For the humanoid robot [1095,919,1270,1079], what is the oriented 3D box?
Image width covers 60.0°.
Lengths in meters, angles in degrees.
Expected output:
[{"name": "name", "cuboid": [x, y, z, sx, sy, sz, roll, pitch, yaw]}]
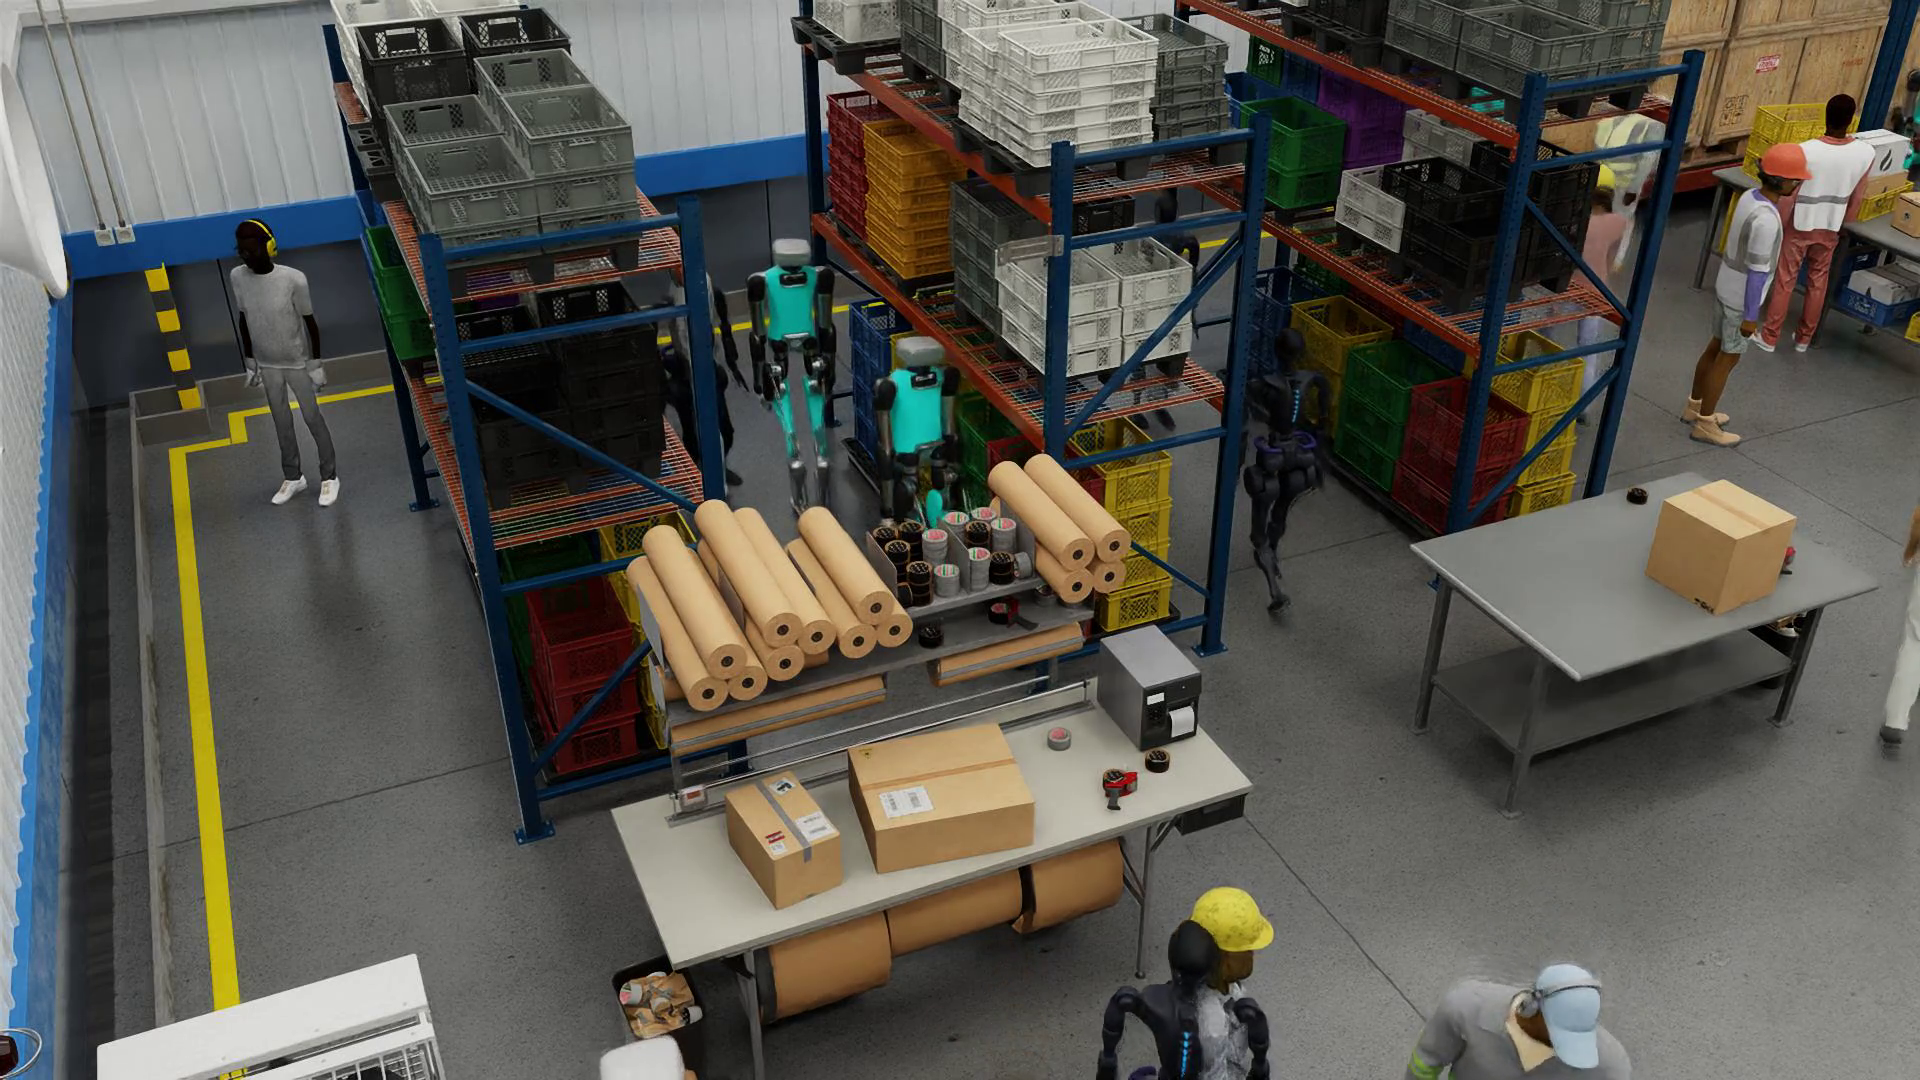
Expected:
[{"name": "humanoid robot", "cuboid": [0.729, 1.890, 5.549, 0.614, 1.646, 0.378, 3, 32, 5]}]

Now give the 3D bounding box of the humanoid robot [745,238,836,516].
[{"name": "humanoid robot", "cuboid": [-0.938, -0.843, 9.997, 0.535, 1.833, 0.753, -10, 33, -16]}]

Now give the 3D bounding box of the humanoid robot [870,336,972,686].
[{"name": "humanoid robot", "cuboid": [-0.056, -0.110, 8.796, 0.593, 1.803, 0.950, -21, 37, -30]}]

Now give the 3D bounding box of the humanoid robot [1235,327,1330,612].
[{"name": "humanoid robot", "cuboid": [1.822, -0.405, 9.305, 0.588, 1.640, 0.671, -8, 32, -12]}]

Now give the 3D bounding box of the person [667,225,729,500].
[{"name": "person", "cuboid": [-1.658, -1.093, 10.221, 0.328, 1.869, 0.508, -15, 35, -23]}]

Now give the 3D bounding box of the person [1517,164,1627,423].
[{"name": "person", "cuboid": [4.202, -1.715, 11.373, 0.521, 1.718, 0.866, -5, 32, -8]}]

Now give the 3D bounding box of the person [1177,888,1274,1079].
[{"name": "person", "cuboid": [0.833, 1.836, 5.581, 0.294, 1.744, 0.486, 1, 32, 1]}]

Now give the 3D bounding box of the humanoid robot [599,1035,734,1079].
[{"name": "humanoid robot", "cuboid": [-0.963, 2.115, 5.178, 0.541, 1.844, 0.689, -15, 35, -22]}]

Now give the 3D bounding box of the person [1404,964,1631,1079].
[{"name": "person", "cuboid": [1.706, 1.963, 5.316, 0.630, 1.813, 0.479, 11, 33, 17]}]

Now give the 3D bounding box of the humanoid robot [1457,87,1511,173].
[{"name": "humanoid robot", "cuboid": [4.252, -3.190, 13.623, 0.533, 1.677, 0.735, 8, 33, 13]}]

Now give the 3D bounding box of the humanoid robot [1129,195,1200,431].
[{"name": "humanoid robot", "cuboid": [1.301, -1.504, 11.066, 0.612, 1.645, 0.375, -7, 32, -11]}]

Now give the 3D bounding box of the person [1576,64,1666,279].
[{"name": "person", "cuboid": [5.116, -2.853, 13.144, 0.915, 1.797, 0.635, -19, 36, -28]}]

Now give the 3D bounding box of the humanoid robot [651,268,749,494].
[{"name": "humanoid robot", "cuboid": [-1.638, -1.040, 10.317, 0.601, 1.642, 0.386, -18, 36, -27]}]

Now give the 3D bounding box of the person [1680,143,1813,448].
[{"name": "person", "cuboid": [5.150, -1.602, 10.883, 0.387, 2.040, 0.613, 6, 32, 9]}]

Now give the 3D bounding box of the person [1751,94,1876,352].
[{"name": "person", "cuboid": [6.198, -2.274, 12.096, 0.587, 1.913, 0.391, 2, 32, 3]}]

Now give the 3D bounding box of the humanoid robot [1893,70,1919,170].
[{"name": "humanoid robot", "cuboid": [7.995, -3.325, 13.988, 0.554, 1.746, 1.039, 1, 32, 2]}]

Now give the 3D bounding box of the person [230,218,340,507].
[{"name": "person", "cuboid": [-4.143, -1.071, 10.182, 0.512, 1.873, 0.329, 3, 32, 5]}]

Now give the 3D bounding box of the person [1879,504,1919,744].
[{"name": "person", "cuboid": [4.971, 0.163, 8.243, 0.556, 1.802, 0.908, 15, 35, 23]}]
